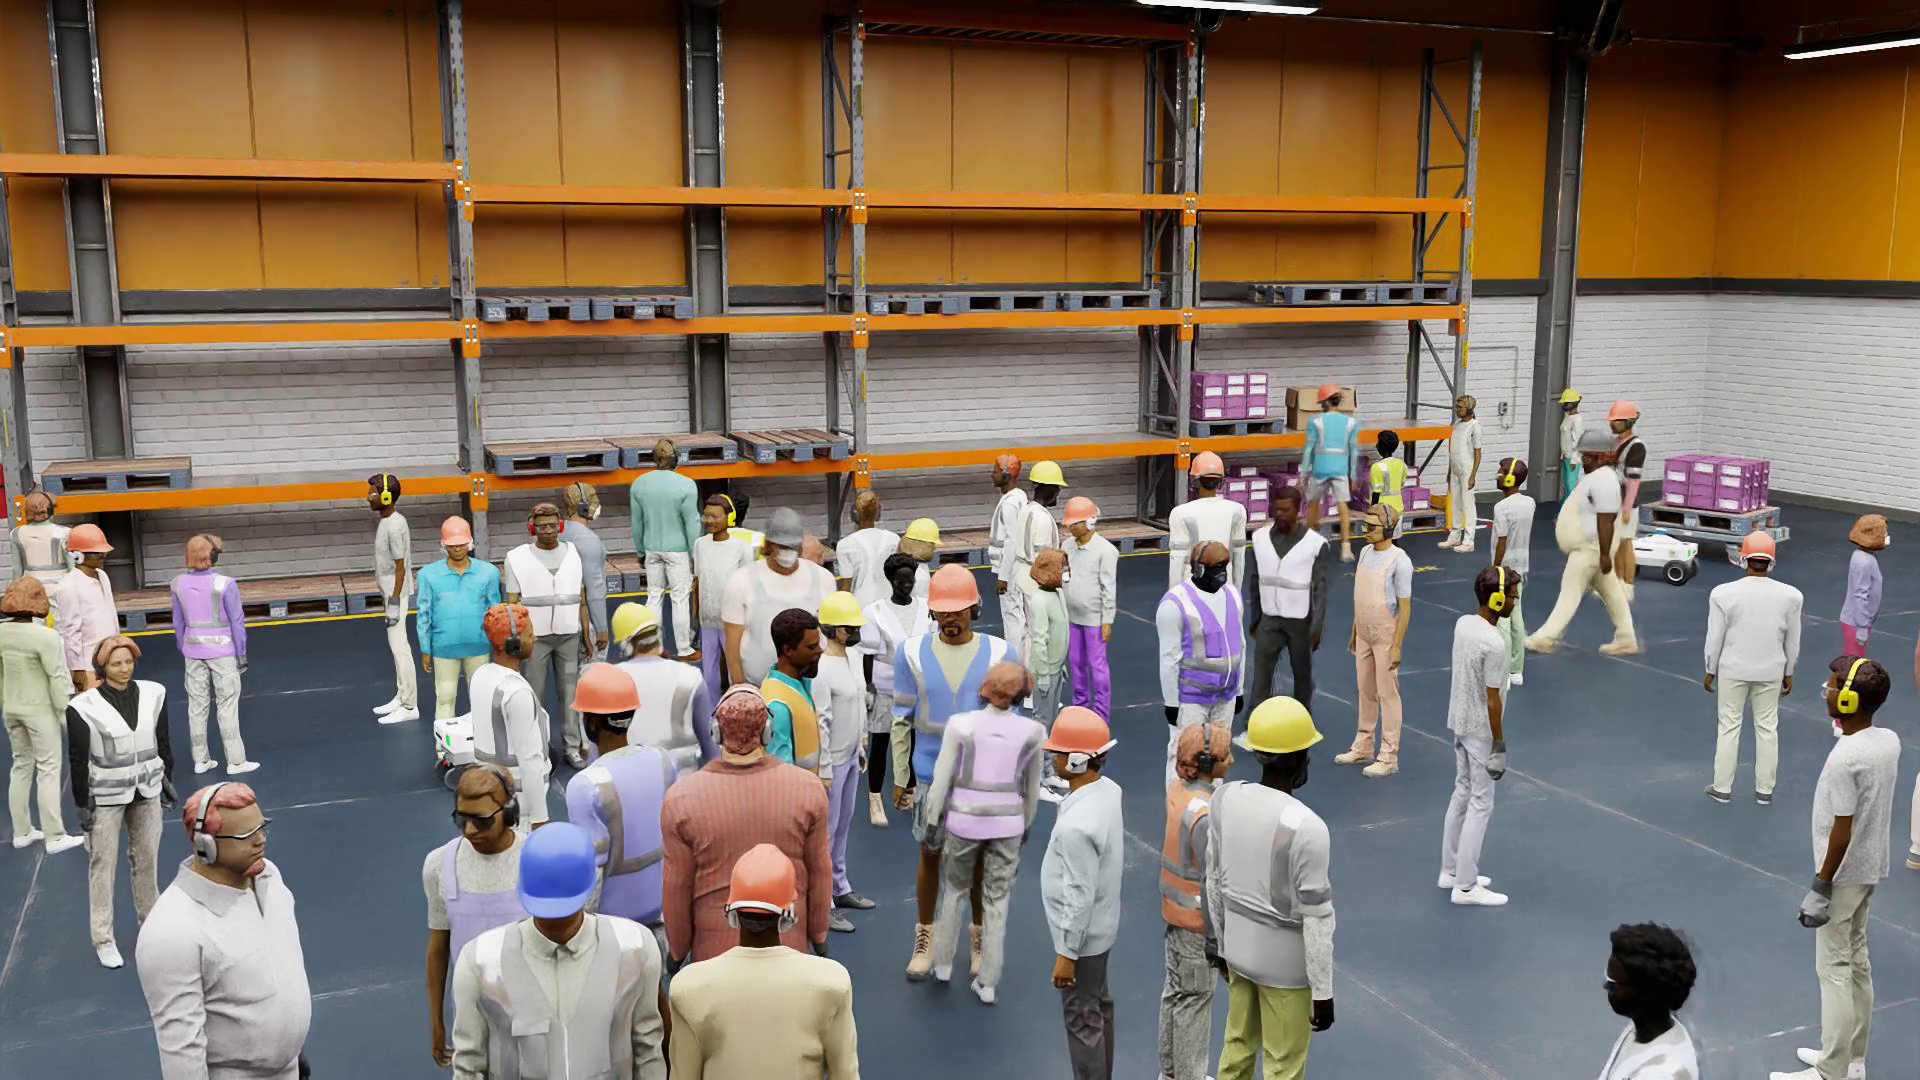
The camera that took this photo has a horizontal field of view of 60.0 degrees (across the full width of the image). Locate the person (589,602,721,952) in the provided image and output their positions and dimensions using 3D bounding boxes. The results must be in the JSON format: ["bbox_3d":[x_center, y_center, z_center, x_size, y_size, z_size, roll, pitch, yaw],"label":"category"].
[{"bbox_3d":[-1.524,1.186,8.378,0.635,1.760,0.943,-1,10,-5],"label":"person"}]

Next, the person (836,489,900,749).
[{"bbox_3d":[-0.652,0.558,11.761,0.504,1.847,0.345,-6,11,-31],"label":"person"}]

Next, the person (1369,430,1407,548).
[{"bbox_3d":[4.342,-0.276,16.994,0.537,1.696,0.318,-9,13,-43],"label":"person"}]

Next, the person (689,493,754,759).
[{"bbox_3d":[-1.647,0.601,11.429,0.513,1.876,0.328,5,11,24],"label":"person"}]

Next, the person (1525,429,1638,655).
[{"bbox_3d":[5.450,-0.006,14.450,1.042,2.000,0.692,3,10,18],"label":"person"}]

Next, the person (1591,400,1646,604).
[{"bbox_3d":[6.577,-0.378,16.607,0.395,2.036,0.606,0,10,-1],"label":"person"}]

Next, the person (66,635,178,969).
[{"bbox_3d":[-4.137,1.270,8.245,0.315,1.640,0.514,7,12,33],"label":"person"}]

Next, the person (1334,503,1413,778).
[{"bbox_3d":[2.796,0.663,11.154,0.344,1.847,0.504,-4,11,-24],"label":"person"}]

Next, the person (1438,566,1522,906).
[{"bbox_3d":[2.796,1.047,8.934,0.334,1.856,0.527,-1,10,-6],"label":"person"}]

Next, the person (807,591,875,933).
[{"bbox_3d":[-0.623,1.135,8.670,0.312,1.768,0.522,3,10,17],"label":"person"}]

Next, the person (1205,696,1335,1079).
[{"bbox_3d":[1.135,1.509,6.034,0.364,1.930,0.586,-6,12,-33],"label":"person"}]

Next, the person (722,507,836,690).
[{"bbox_3d":[-1.031,0.808,9.755,0.684,2.000,0.535,-3,10,-17],"label":"person"}]

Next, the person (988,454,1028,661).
[{"bbox_3d":[0.391,0.239,13.495,0.355,1.882,0.573,1,10,8],"label":"person"}]

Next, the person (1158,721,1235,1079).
[{"bbox_3d":[0.962,1.532,6.742,0.308,1.639,0.524,-1,10,-6],"label":"person"}]

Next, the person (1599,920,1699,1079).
[{"bbox_3d":[1.869,1.876,4.631,0.372,1.683,0.553,4,11,22],"label":"person"}]

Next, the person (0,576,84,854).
[{"bbox_3d":[-5.428,1.021,9.740,0.506,1.628,0.279,4,10,20],"label":"person"}]

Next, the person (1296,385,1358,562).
[{"bbox_3d":[4.191,-0.781,19.087,0.708,1.966,1.040,-1,10,-4],"label":"person"}]

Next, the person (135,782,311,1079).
[{"bbox_3d":[-2.216,1.672,5.166,0.407,1.908,0.642,1,10,4],"label":"person"}]

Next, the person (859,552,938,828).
[{"bbox_3d":[-0.361,0.904,10.192,0.536,1.696,0.322,-5,11,-25],"label":"person"}]

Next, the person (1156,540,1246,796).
[{"bbox_3d":[1.443,0.902,9.816,0.626,1.837,0.429,-7,12,-34],"label":"person"}]

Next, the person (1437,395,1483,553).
[{"bbox_3d":[5.881,-0.779,19.468,0.345,1.846,0.508,-4,10,-20],"label":"person"}]

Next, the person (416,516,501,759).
[{"bbox_3d":[-3.353,0.704,11.183,0.562,1.752,0.324,-4,11,-23],"label":"person"}]

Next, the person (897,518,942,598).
[{"bbox_3d":[-0.272,0.714,11.182,0.315,1.735,0.483,-3,10,-17],"label":"person"}]

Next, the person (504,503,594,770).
[{"bbox_3d":[-2.762,0.656,11.192,0.569,1.844,0.378,-6,11,-30],"label":"person"}]

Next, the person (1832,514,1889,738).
[{"bbox_3d":[6.504,0.621,12.003,0.278,1.634,0.497,5,11,28],"label":"person"}]

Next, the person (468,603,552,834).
[{"bbox_3d":[-2.086,1.225,7.814,0.355,1.882,0.575,-8,13,-38],"label":"person"}]

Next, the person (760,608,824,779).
[{"bbox_3d":[-0.794,1.247,7.581,0.372,1.916,0.596,0,10,-1],"label":"person"}]

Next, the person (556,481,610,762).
[{"bbox_3d":[-2.604,0.558,11.495,0.373,1.940,0.629,-8,13,-39],"label":"person"}]

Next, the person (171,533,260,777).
[{"bbox_3d":[-4.997,0.774,11.114,0.510,1.639,0.308,2,10,10],"label":"person"}]

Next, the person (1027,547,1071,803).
[{"bbox_3d":[0.582,0.850,10.688,0.281,1.633,0.500,3,10,17],"label":"person"}]

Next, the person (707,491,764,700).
[{"bbox_3d":[-1.691,0.471,12.689,0.533,1.697,0.319,0,10,-1],"label":"person"}]

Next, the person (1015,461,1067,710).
[{"bbox_3d":[0.624,0.345,12.781,0.395,1.919,0.586,-1,10,-8],"label":"person"}]

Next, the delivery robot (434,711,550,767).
[{"bbox_3d":[-3.110,1.280,11.047,0.707,0.478,0.477,-6,11,-30],"label":"delivery robot"}]

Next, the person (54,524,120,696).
[{"bbox_3d":[-5.646,0.757,10.874,0.337,1.749,0.574,-1,10,-5],"label":"person"}]

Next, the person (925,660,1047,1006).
[{"bbox_3d":[0.122,1.360,7.843,0.583,1.605,0.486,-1,10,-5],"label":"person"}]

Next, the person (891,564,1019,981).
[{"bbox_3d":[-0.023,1.117,7.970,0.616,2.041,0.382,0,10,3],"label":"person"}]

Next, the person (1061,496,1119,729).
[{"bbox_3d":[0.903,0.541,12.163,0.354,1.738,0.578,-8,12,-38],"label":"person"}]

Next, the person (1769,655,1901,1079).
[{"bbox_3d":[3.645,1.392,6.889,0.508,1.872,0.329,-9,13,-41],"label":"person"}]

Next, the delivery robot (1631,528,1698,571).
[{"bbox_3d":[7.457,0.120,17.730,0.707,0.478,0.477,7,12,36],"label":"delivery robot"}]

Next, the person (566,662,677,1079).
[{"bbox_3d":[-1.340,1.428,6.484,0.373,1.934,0.551,5,11,29],"label":"person"}]

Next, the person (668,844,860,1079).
[{"bbox_3d":[-0.588,1.772,5.034,0.573,1.749,0.342,-1,10,-6],"label":"person"}]

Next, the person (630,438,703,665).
[{"bbox_3d":[-2.479,0.106,14.097,0.629,1.940,0.379,4,10,20],"label":"person"}]

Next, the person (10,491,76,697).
[{"bbox_3d":[-7.167,0.431,13.085,0.514,1.641,0.309,0,10,-3],"label":"person"}]

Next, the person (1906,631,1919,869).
[{"bbox_3d":[5.596,0.921,9.240,0.388,1.992,0.625,-2,10,-12],"label":"person"}]

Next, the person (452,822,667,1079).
[{"bbox_3d":[-1.133,1.726,4.767,0.604,1.937,0.403,-4,10,-20],"label":"person"}]

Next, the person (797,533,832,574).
[{"bbox_3d":[-0.998,0.764,11.176,0.313,1.636,0.517,4,11,21],"label":"person"}]

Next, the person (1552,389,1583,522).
[{"bbox_3d":[7.807,-1.058,21.334,0.338,1.761,0.524,1,10,6],"label":"person"}]

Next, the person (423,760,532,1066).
[{"bbox_3d":[-1.554,1.624,5.659,0.518,1.836,0.345,0,10,2],"label":"person"}]

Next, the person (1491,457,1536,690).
[{"bbox_3d":[4.390,0.264,13.371,0.531,1.876,0.322,-9,13,-42],"label":"person"}]

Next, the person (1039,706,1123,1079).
[{"bbox_3d":[0.465,1.508,6.548,0.329,1.751,0.569,3,10,14],"label":"person"}]

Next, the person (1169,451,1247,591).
[{"bbox_3d":[1.808,0.360,12.330,0.611,2.043,0.375,-3,10,-17],"label":"person"}]

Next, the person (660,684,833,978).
[{"bbox_3d":[-0.800,1.479,6.278,0.638,1.909,0.407,-2,10,-13],"label":"person"}]

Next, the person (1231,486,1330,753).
[{"bbox_3d":[2.226,0.571,11.579,0.619,1.876,0.937,7,12,34],"label":"person"}]

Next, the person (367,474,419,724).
[{"bbox_3d":[-4.253,0.433,12.428,0.329,1.867,0.507,-4,11,-23],"label":"person"}]

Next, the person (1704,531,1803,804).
[{"bbox_3d":[5.018,0.810,10.569,0.561,1.752,0.324,2,10,10],"label":"person"}]
